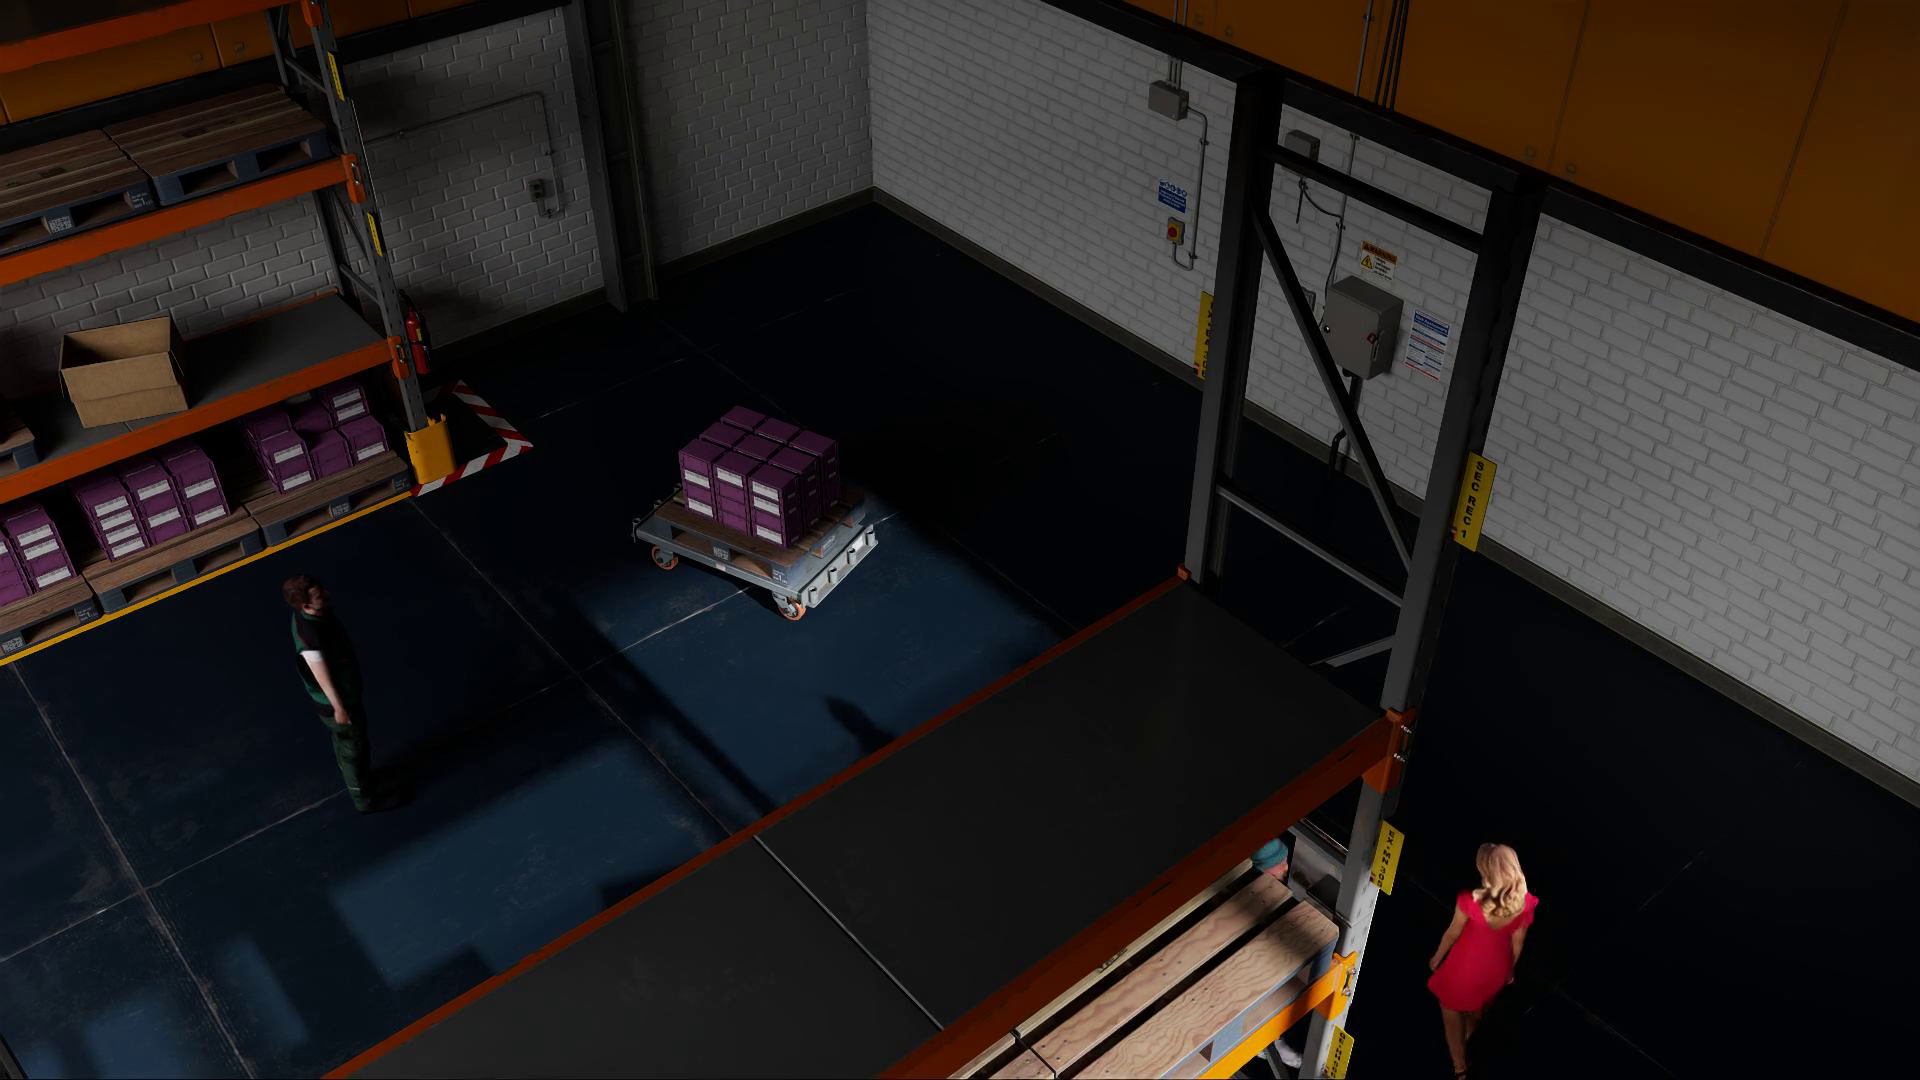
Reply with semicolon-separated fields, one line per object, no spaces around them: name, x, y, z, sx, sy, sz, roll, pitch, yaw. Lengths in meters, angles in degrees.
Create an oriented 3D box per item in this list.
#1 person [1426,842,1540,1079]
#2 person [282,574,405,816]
person;2.697;2.270;8.620;0.906;1.702;0.913;-2;39;-2
person;-3.818;0.927;10.190;0.666;1.842;0.695;-17;42;-20
